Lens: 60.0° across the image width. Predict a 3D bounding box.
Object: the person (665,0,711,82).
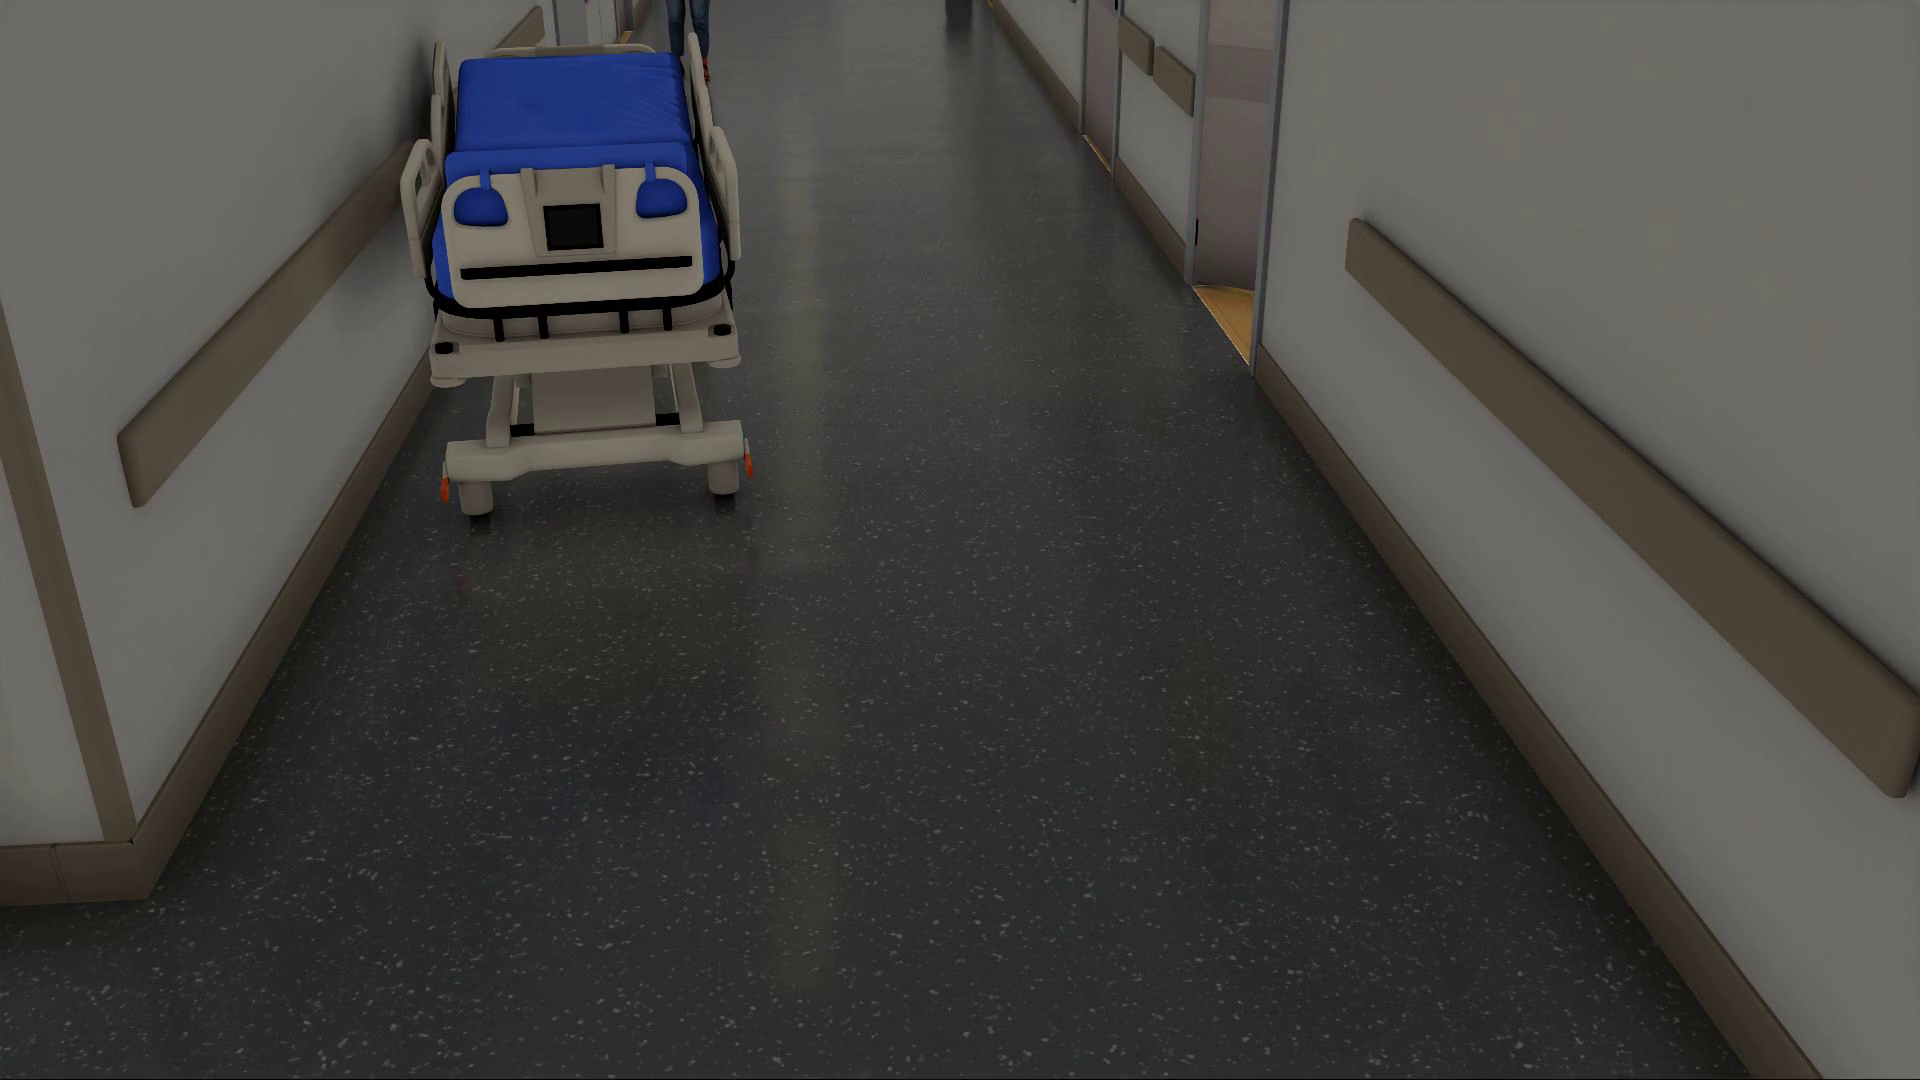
[{"bbox_3d":[-2.155,-4.482,13.018,0.550,1.683,0.720,3,26,7],"label":"person"}]
